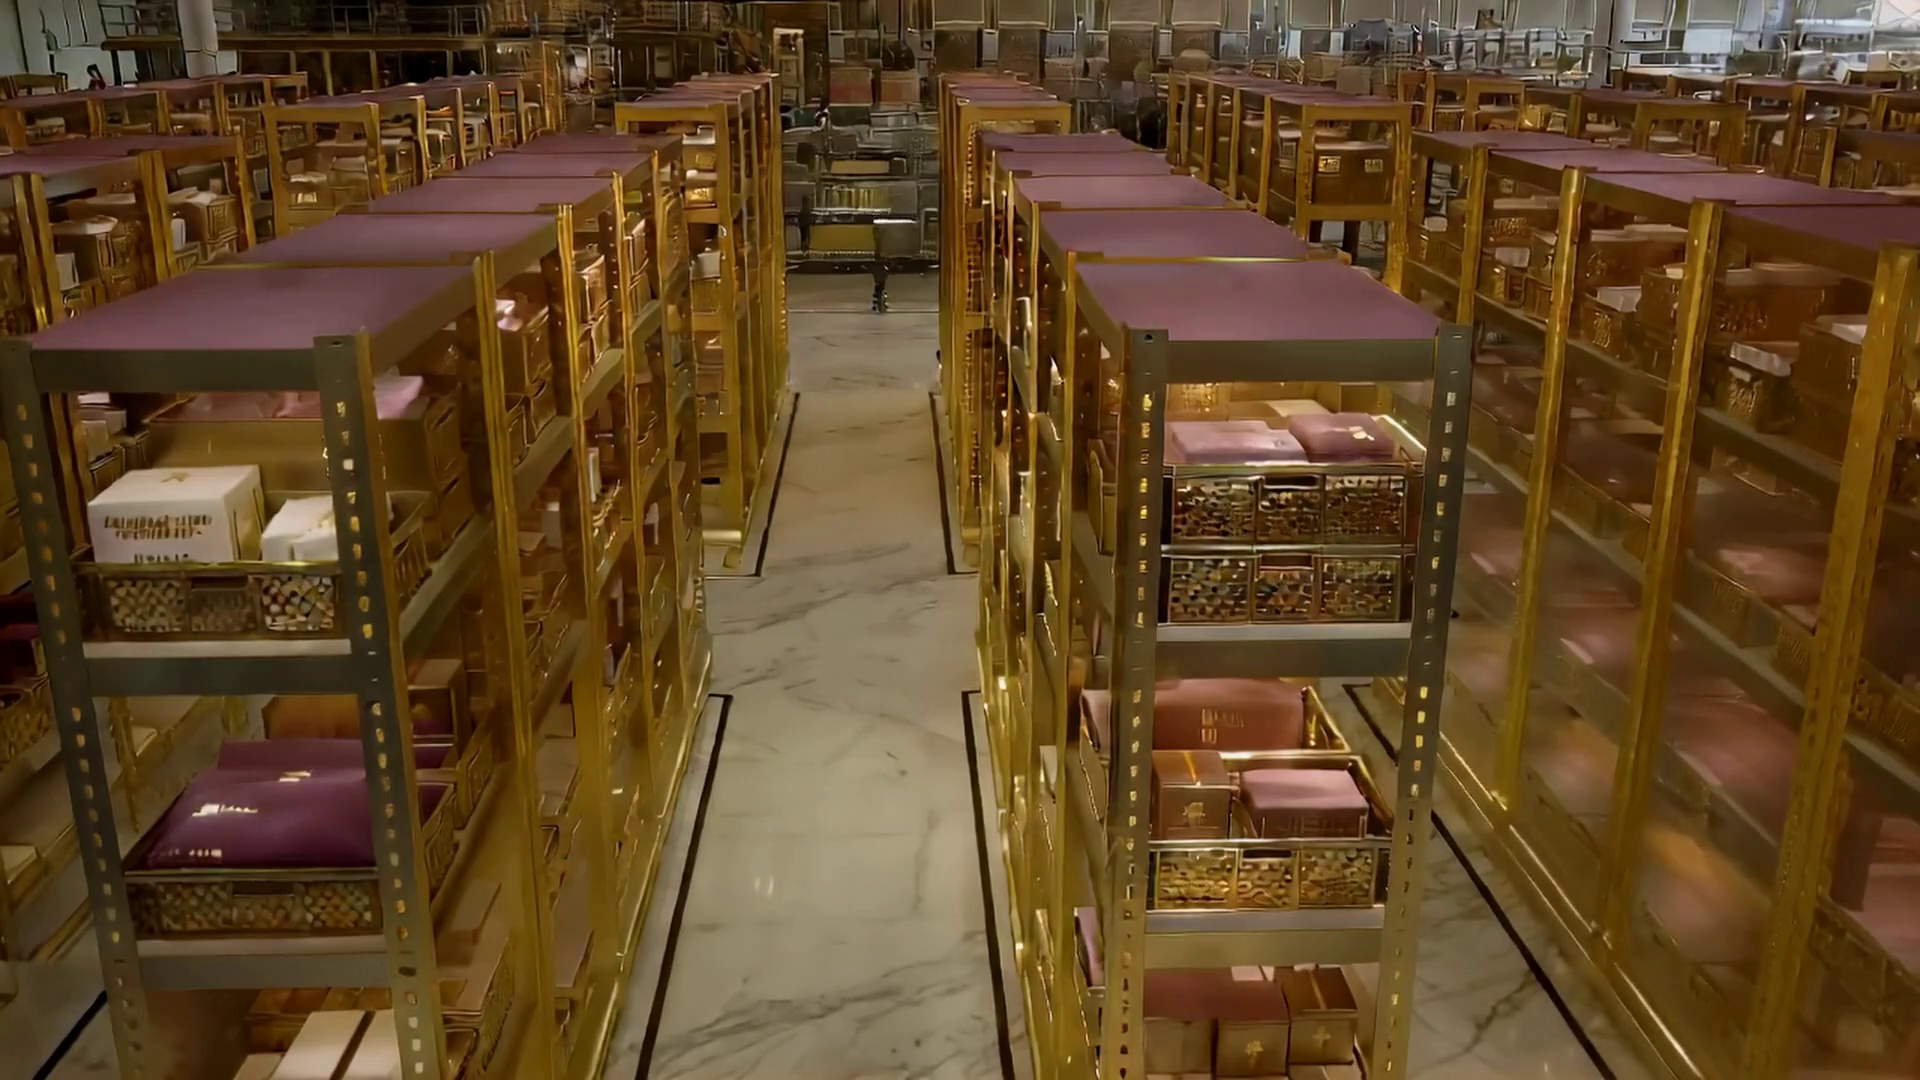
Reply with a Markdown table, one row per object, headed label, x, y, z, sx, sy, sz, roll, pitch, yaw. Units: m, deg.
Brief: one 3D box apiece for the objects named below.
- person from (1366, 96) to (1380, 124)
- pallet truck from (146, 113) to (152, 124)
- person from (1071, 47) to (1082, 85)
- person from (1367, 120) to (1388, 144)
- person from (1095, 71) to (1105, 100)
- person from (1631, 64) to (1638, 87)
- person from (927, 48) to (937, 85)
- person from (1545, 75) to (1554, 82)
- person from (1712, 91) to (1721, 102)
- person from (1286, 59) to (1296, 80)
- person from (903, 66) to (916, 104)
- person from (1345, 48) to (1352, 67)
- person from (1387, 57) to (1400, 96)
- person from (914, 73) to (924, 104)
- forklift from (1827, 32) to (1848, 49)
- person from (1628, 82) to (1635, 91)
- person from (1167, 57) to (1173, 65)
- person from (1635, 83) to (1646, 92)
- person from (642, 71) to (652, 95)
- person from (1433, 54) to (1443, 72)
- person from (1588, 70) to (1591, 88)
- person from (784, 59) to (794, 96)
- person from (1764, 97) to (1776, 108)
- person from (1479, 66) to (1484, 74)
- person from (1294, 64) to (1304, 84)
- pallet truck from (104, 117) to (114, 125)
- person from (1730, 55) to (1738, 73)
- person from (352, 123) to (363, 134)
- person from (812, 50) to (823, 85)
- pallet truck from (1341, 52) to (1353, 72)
| label | x | y | z | sx | sy | sz | roll | pitch | yaw |
| --- | --- | --- | --- | --- | --- | --- | --- | --- | --- |
| person | 12.530 | -12.592 | 50.250 | 0.496 | 1.613 | 0.382 | -1 | 18 | -4 |
| pallet truck | -18.087 | -8.309 | 36.390 | 1.885 | 1.965 | 0.823 | -1 | 18 | -4 |
| person | 6.343 | -25.848 | 90.690 | 0.632 | 1.992 | 0.397 | -3 | 18 | -10 |
| person | 11.218 | -10.903 | 44.766 | 0.613 | 1.777 | 0.940 | 0 | 18 | 0 |
| person | 5.225 | -16.468 | 61.807 | 0.553 | 1.899 | 0.601 | 5 | 18 | 14 |
| person | 29.874 | -20.293 | 73.640 | 0.420 | 1.899 | 0.656 | 10 | 20 | 27 |
| person | -1.554 | -25.812 | 90.689 | 0.545 | 1.921 | 0.626 | -16 | 24 | -40 |
| person | 20.067 | -14.924 | 56.956 | 0.357 | 1.938 | 0.545 | 4 | 18 | 13 |
| person | 26.510 | -15.140 | 58.100 | 0.523 | 1.639 | 0.306 | 11 | 21 | 32 |
| person | 16.266 | -22.757 | 81.649 | 0.531 | 1.649 | 0.874 | 14 | 23 | 38 |
| person | -1.890 | -17.391 | 64.558 | 0.506 | 1.951 | 0.633 | 15 | 23 | 39 |
| person | 21.291 | -25.975 | 91.194 | 0.666 | 1.905 | 0.628 | -3 | 18 | -8 |
| person | 20.637 | -22.094 | 79.331 | 0.431 | 1.853 | 0.624 | -12 | 21 | -32 |
| person | -1.481 | -16.826 | 63.171 | 0.877 | 1.717 | 0.547 | 5 | 19 | 15 |
| forklift | 46.023 | -25.321 | 87.619 | 1.129 | 2.768 | 1.873 | -1 | 18 | -2 |
| person | 23.681 | -15.620 | 59.146 | 0.573 | 1.916 | 0.545 | 12 | 21 | 32 |
| person | 9.838 | -21.662 | 77.942 | 0.569 | 1.860 | 0.316 | -12 | 21 | -33 |
| person | 32.291 | -21.993 | 78.938 | 1.028 | 1.867 | 0.666 | -6 | 19 | -18 |
| person | -12.061 | -17.056 | 63.767 | 0.967 | 1.796 | 0.540 | -12 | 21 | -33 |
| person | 22.930 | -22.297 | 79.771 | 0.371 | 1.940 | 0.630 | -8 | 20 | -25 |
| person | 26.177 | -18.770 | 68.691 | 0.609 | 2.000 | 0.697 | 2 | 18 | 7 |
| person | -8.123 | -22.032 | 79.274 | 0.518 | 1.722 | 0.567 | -8 | 20 | -24 |
| person | 27.283 | -14.505 | 56.043 | 0.316 | 1.695 | 0.542 | -2 | 18 | -6 |
| person | 21.062 | -18.287 | 67.546 | 0.922 | 1.838 | 0.540 | -12 | 22 | -34 |
| person | 13.670 | -18.264 | 67.323 | 0.392 | 1.919 | 0.590 | 13 | 22 | 35 |
| pallet truck | -18.367 | -7.885 | 35.078 | 1.885 | 1.965 | 0.823 | 1 | 18 | 2 |
| person | 37.373 | -22.547 | 80.634 | 0.999 | 1.873 | 0.611 | 0 | 18 | 0 |
| person | -13.334 | -8.556 | 37.078 | 0.378 | 2.045 | 0.605 | 4 | 18 | 11 |
| person | -7.729 | -25.710 | 90.502 | 0.692 | 1.836 | 0.430 | -12 | 22 | -33 |
| pallet truck | 18.794 | -23.123 | 82.231 | 0.823 | 1.965 | 1.885 | -13 | 22 | -35 |
